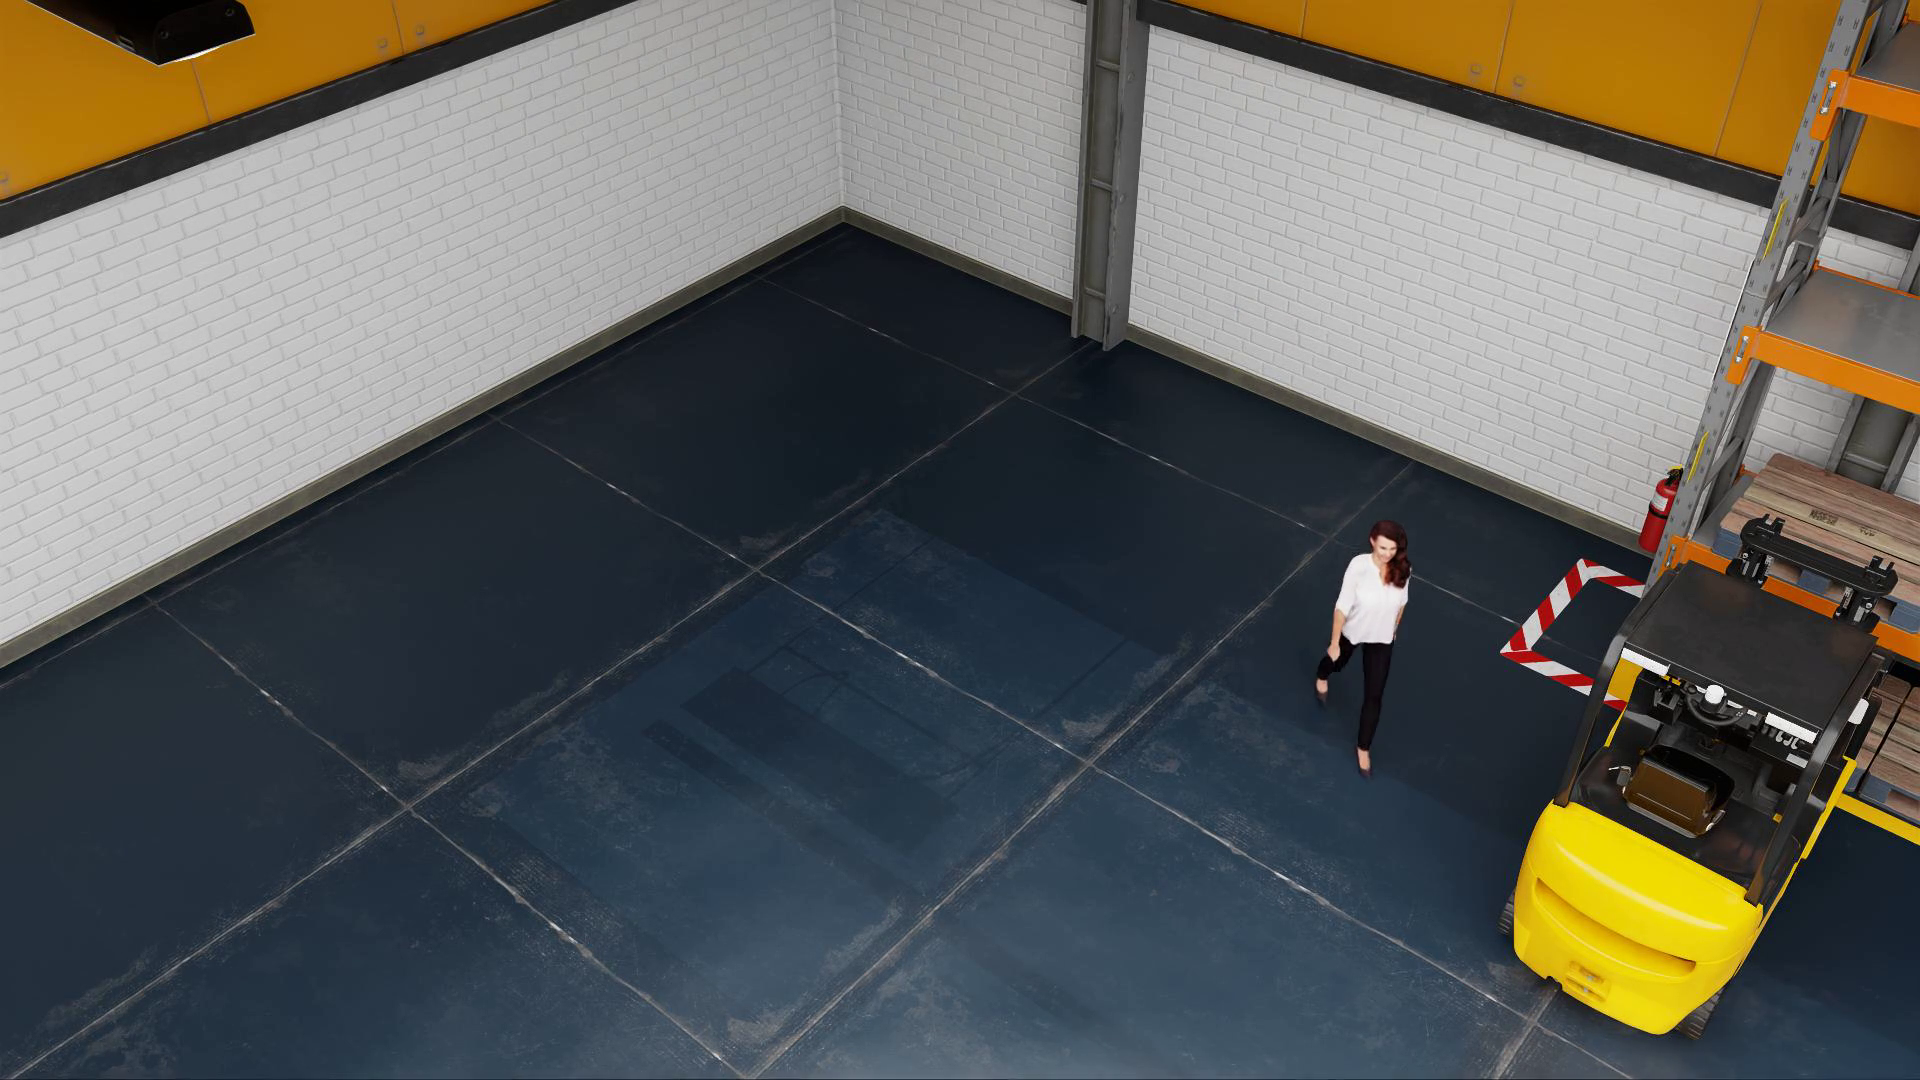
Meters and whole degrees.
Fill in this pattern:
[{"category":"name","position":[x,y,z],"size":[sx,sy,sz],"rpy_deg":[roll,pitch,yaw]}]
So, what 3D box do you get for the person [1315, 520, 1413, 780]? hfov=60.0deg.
[{"category":"person","position":[2.442,0.545,10.233],"size":[1.097,1.756,1.174],"rpy_deg":[-4,39,-5]}]
